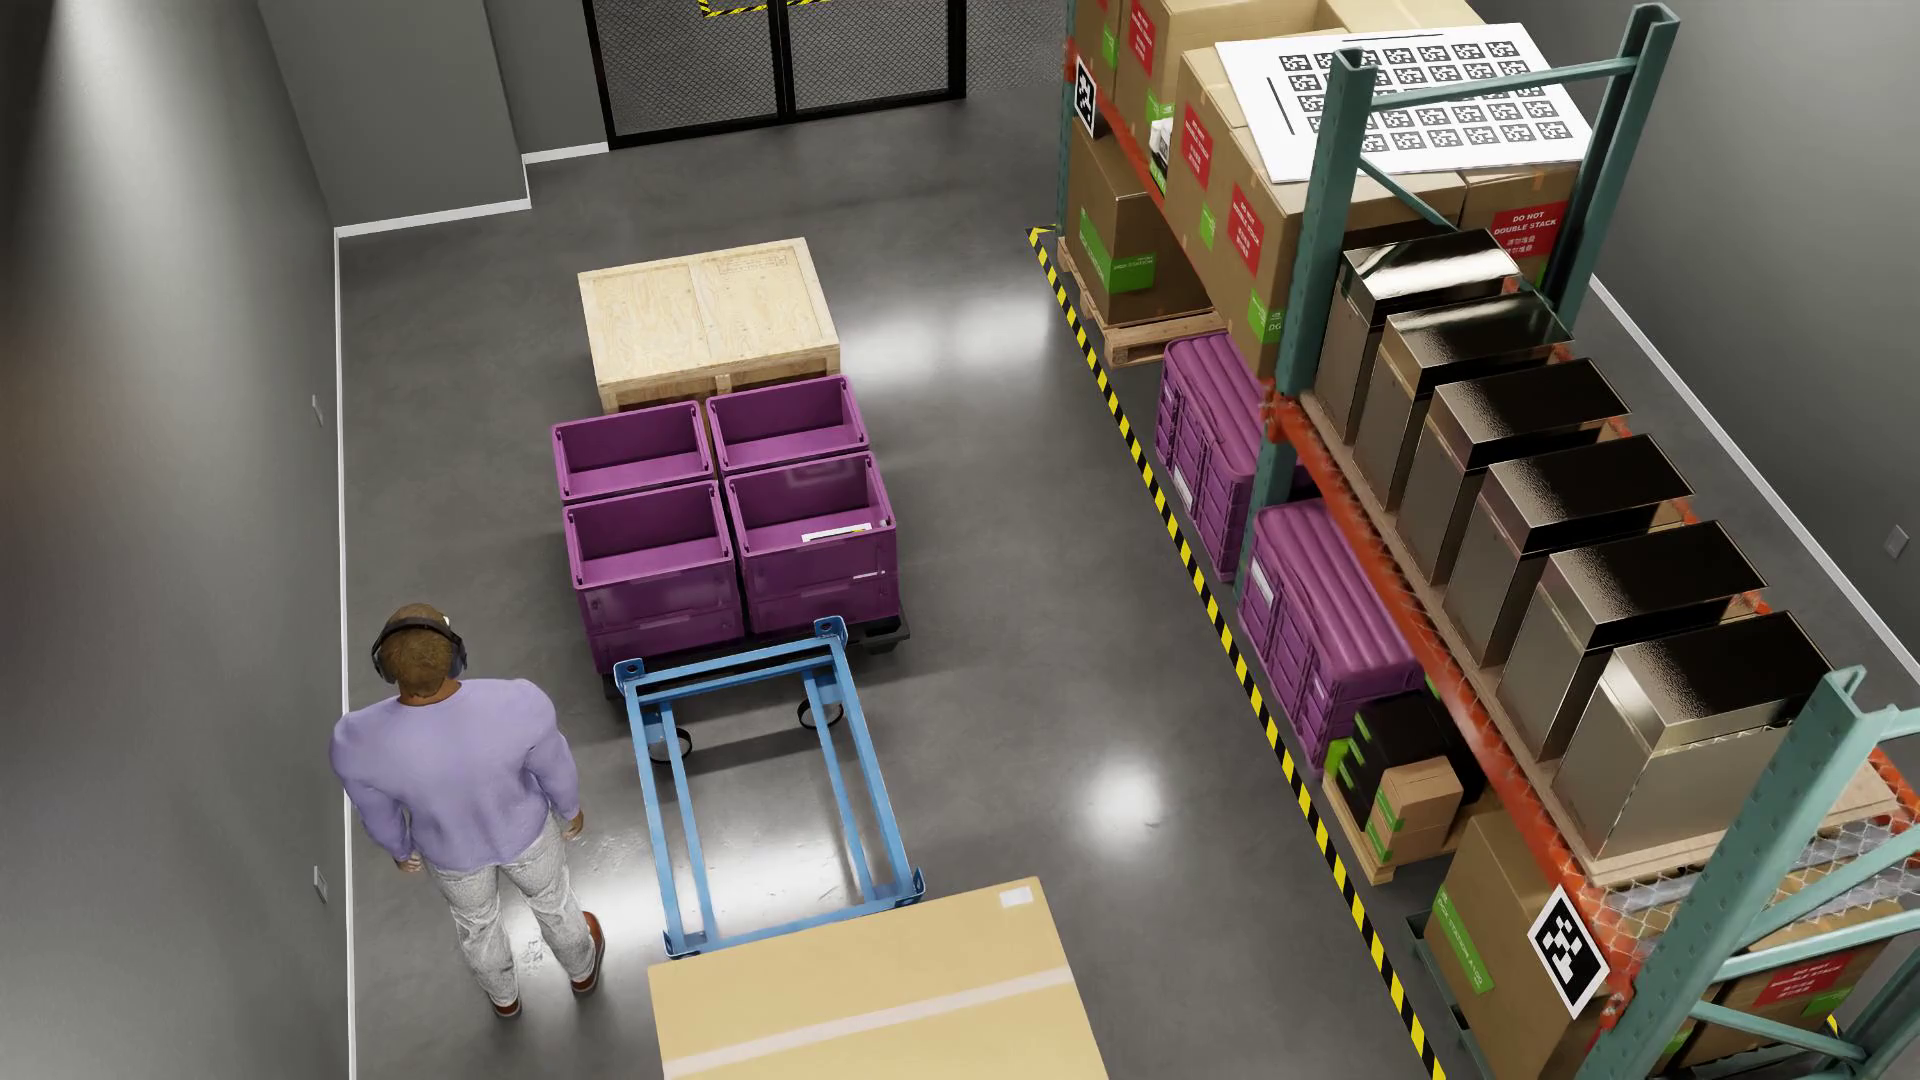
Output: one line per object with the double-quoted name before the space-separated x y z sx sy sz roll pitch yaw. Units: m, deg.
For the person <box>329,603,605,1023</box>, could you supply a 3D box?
"person" -1.457 0.873 5.085 0.630 1.940 0.372 -13 49 -12
